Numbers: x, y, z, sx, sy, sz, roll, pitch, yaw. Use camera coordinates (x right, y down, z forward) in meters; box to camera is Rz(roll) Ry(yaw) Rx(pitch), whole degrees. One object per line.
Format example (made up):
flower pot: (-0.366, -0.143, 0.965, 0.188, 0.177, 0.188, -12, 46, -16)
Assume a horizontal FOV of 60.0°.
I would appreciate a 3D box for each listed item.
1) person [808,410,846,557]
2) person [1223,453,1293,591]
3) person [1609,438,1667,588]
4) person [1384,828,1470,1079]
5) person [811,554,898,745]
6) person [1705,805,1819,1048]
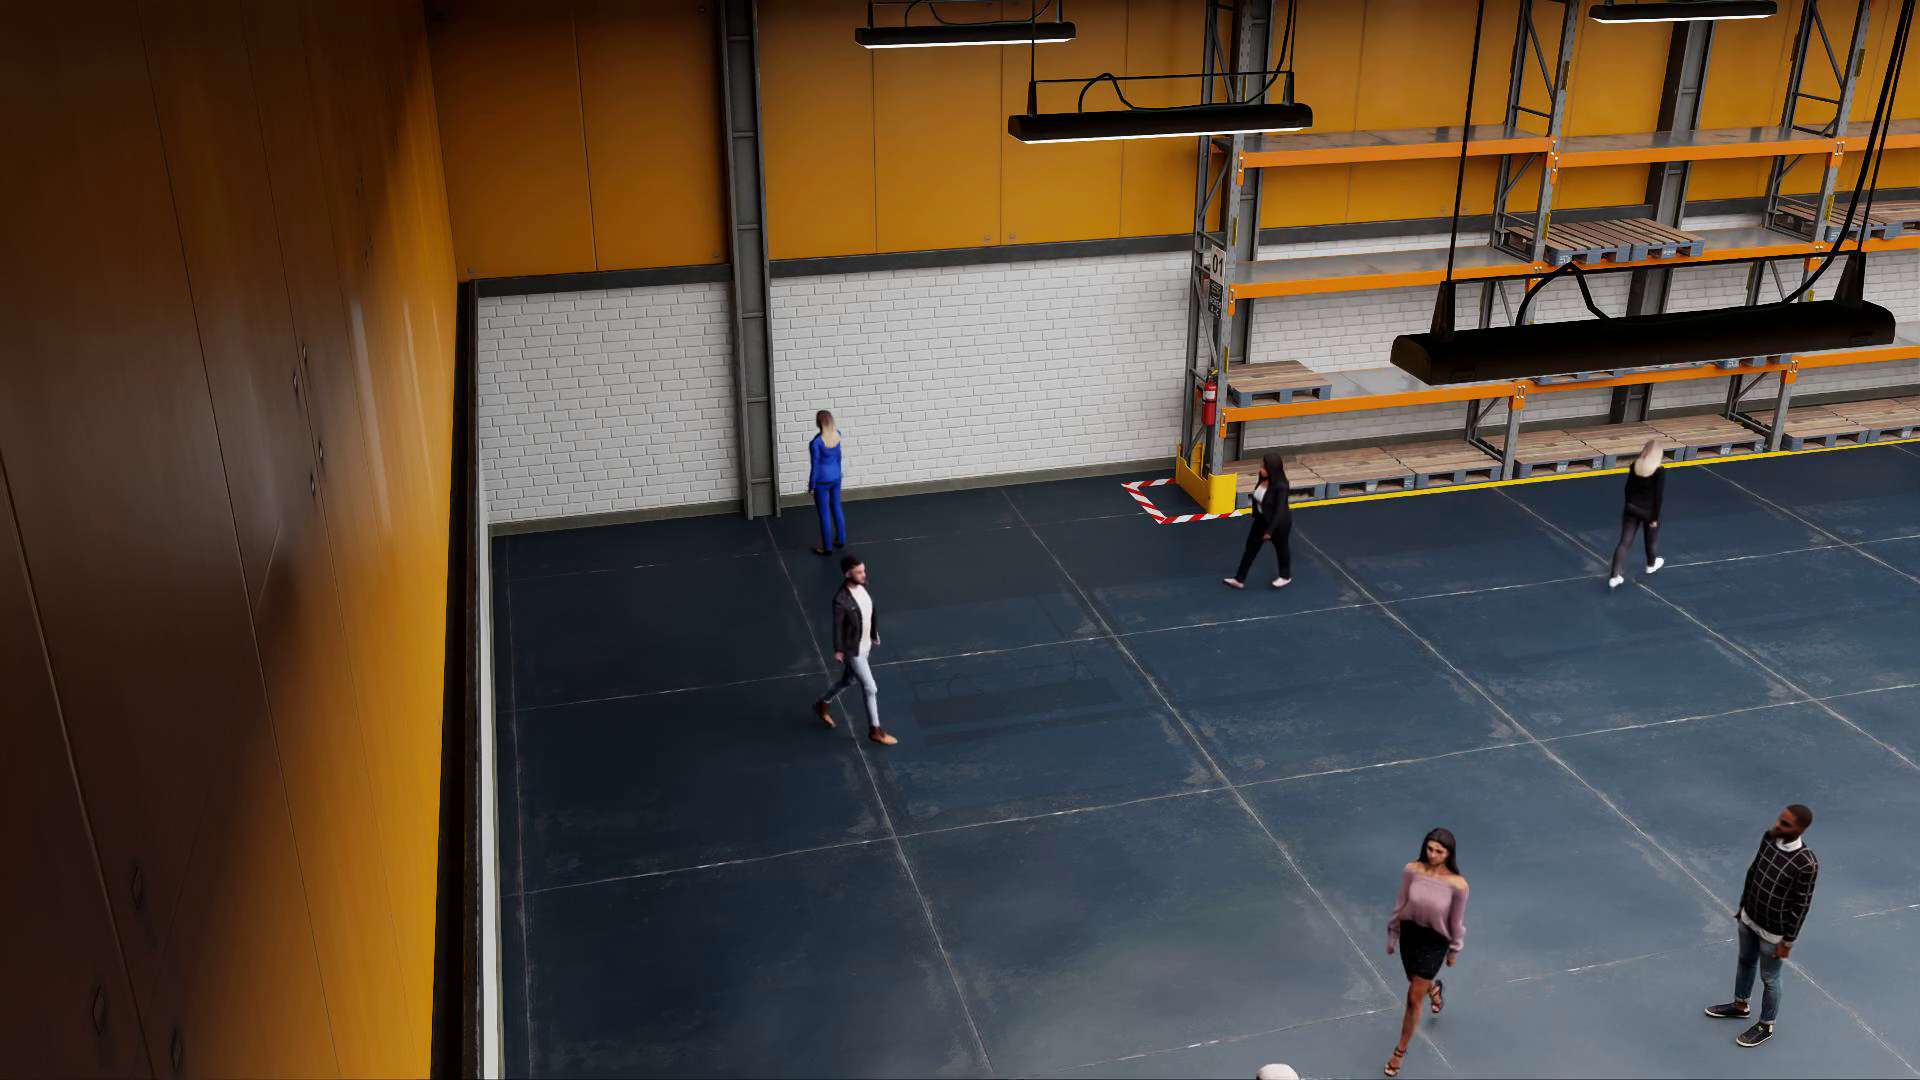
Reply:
person: (-1.483, -0.650, 18.722, 0.770, 1.700, 0.687, 16, 28, 33)
person: (3.413, -0.182, 17.817, 1.147, 1.567, 0.834, -14, 27, -29)
person: (7.267, -0.251, 17.889, 1.225, 1.636, 0.943, -18, 29, -35)
person: (3.102, 2.660, 11.053, 1.044, 1.777, 1.181, 17, 29, 34)
person: (-1.009, 0.948, 14.930, 1.219, 1.810, 1.087, 9, 25, 20)
person: (5.479, 2.562, 11.223, 0.538, 1.821, 0.650, -6, 24, -13)
